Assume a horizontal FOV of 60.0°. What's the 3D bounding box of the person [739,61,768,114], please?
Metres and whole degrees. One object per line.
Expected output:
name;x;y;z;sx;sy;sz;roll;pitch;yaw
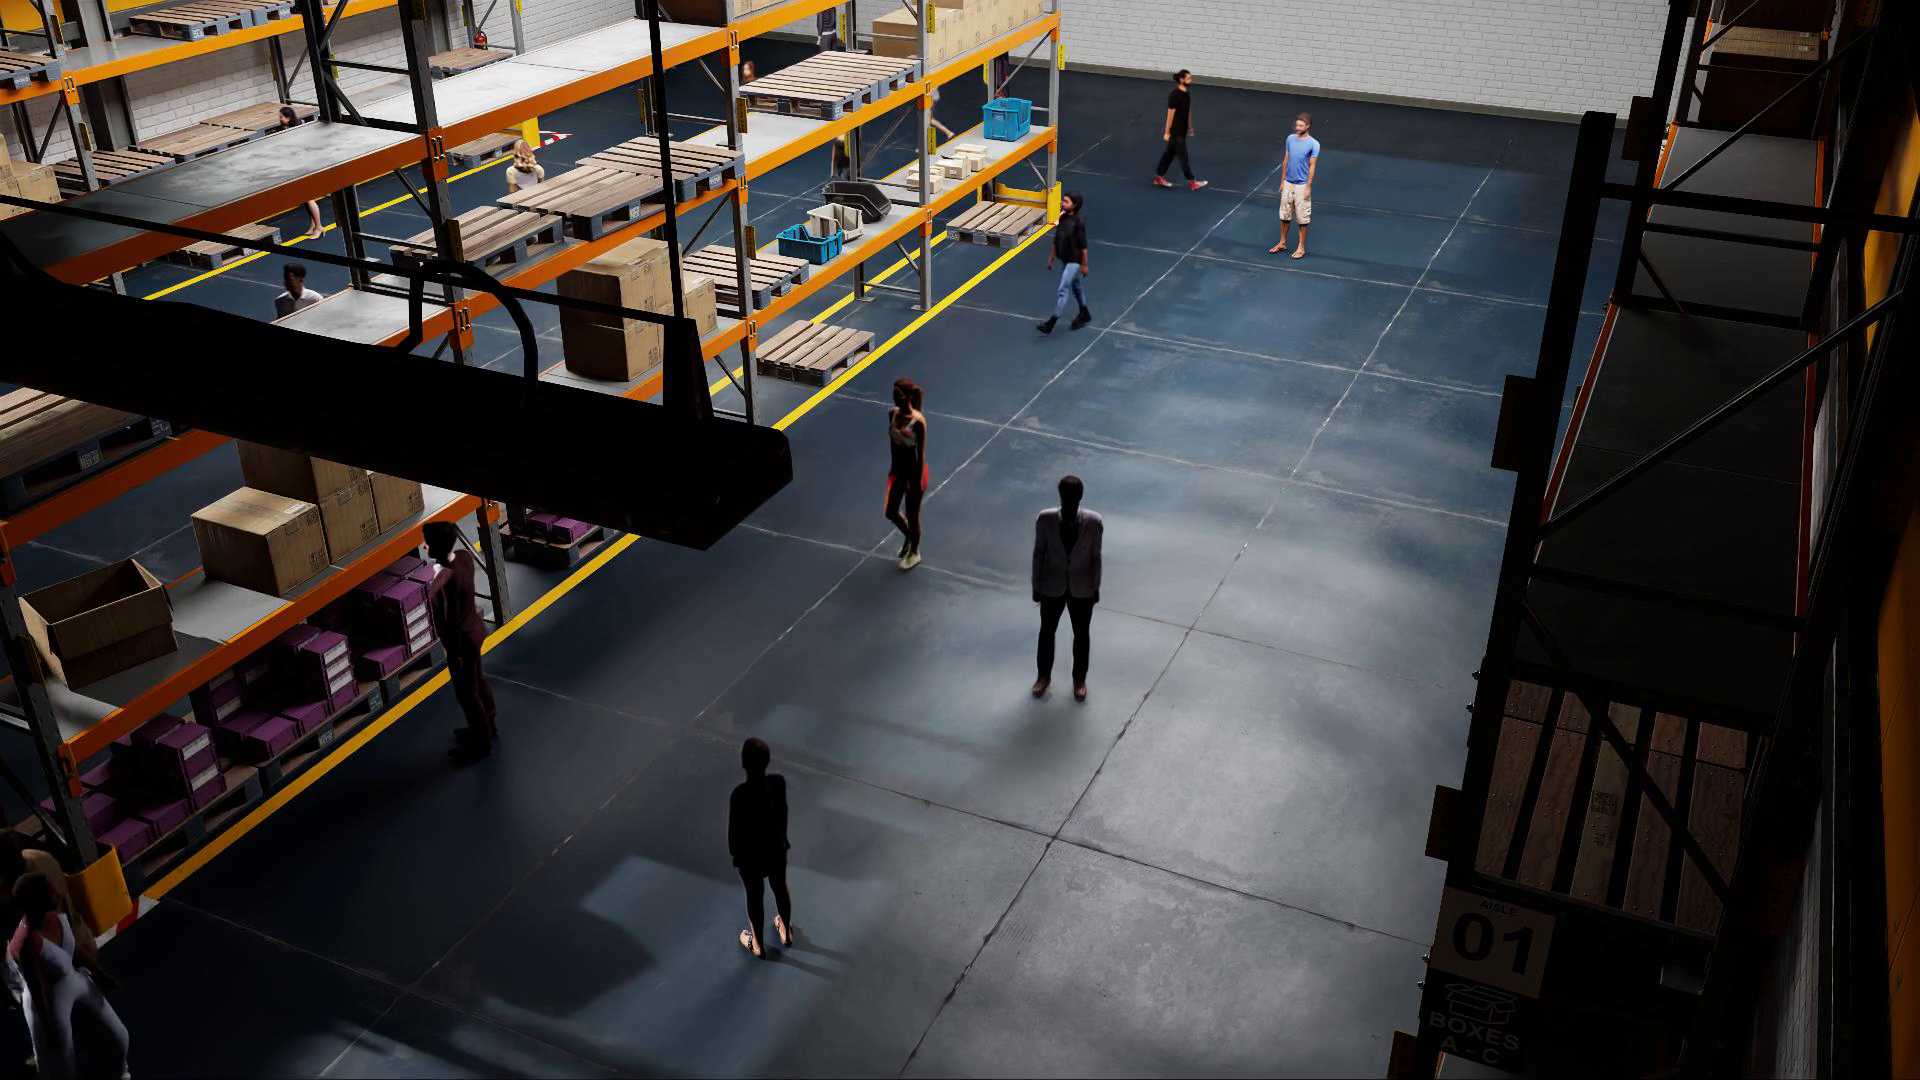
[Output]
person;-3.038;-6.319;24.878;0.661;1.704;0.757;9;30;17

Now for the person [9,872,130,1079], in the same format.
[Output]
person;-4.766;2.457;8.739;0.864;1.751;0.815;2;29;4

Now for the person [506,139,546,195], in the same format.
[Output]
person;-5.408;-4.182;20.939;0.702;1.723;0.763;-10;30;-17

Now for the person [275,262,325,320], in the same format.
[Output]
person;-6.495;-1.885;16.585;0.747;1.862;0.704;2;29;4

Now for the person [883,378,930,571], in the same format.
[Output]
person;-0.381;-0.586;14.291;0.625;1.778;0.670;20;34;32

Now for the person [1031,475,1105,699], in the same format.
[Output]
person;0.812;0.333;12.533;0.741;1.848;0.671;4;29;7

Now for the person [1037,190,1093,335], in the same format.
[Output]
person;1.344;-3.214;19.229;1.208;1.662;0.936;-21;35;-33

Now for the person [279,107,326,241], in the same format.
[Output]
person;-8.804;-4.897;22.203;0.812;1.769;0.782;-17;33;-28

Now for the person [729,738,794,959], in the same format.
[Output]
person;-1.199;1.843;10.070;0.625;1.556;0.697;-16;33;-27

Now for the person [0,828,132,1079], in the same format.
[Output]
person;-4.817;2.255;9.045;0.893;1.815;0.894;-18;34;-30

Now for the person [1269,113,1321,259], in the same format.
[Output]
person;4.389;-4.633;21.617;0.711;1.866;0.667;23;36;35

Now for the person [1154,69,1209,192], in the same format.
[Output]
person;3.078;-5.945;24.176;0.719;1.719;1.015;14;32;24

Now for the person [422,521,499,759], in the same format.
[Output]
person;-3.549;0.686;11.871;0.825;1.861;0.706;-1;29;-3
